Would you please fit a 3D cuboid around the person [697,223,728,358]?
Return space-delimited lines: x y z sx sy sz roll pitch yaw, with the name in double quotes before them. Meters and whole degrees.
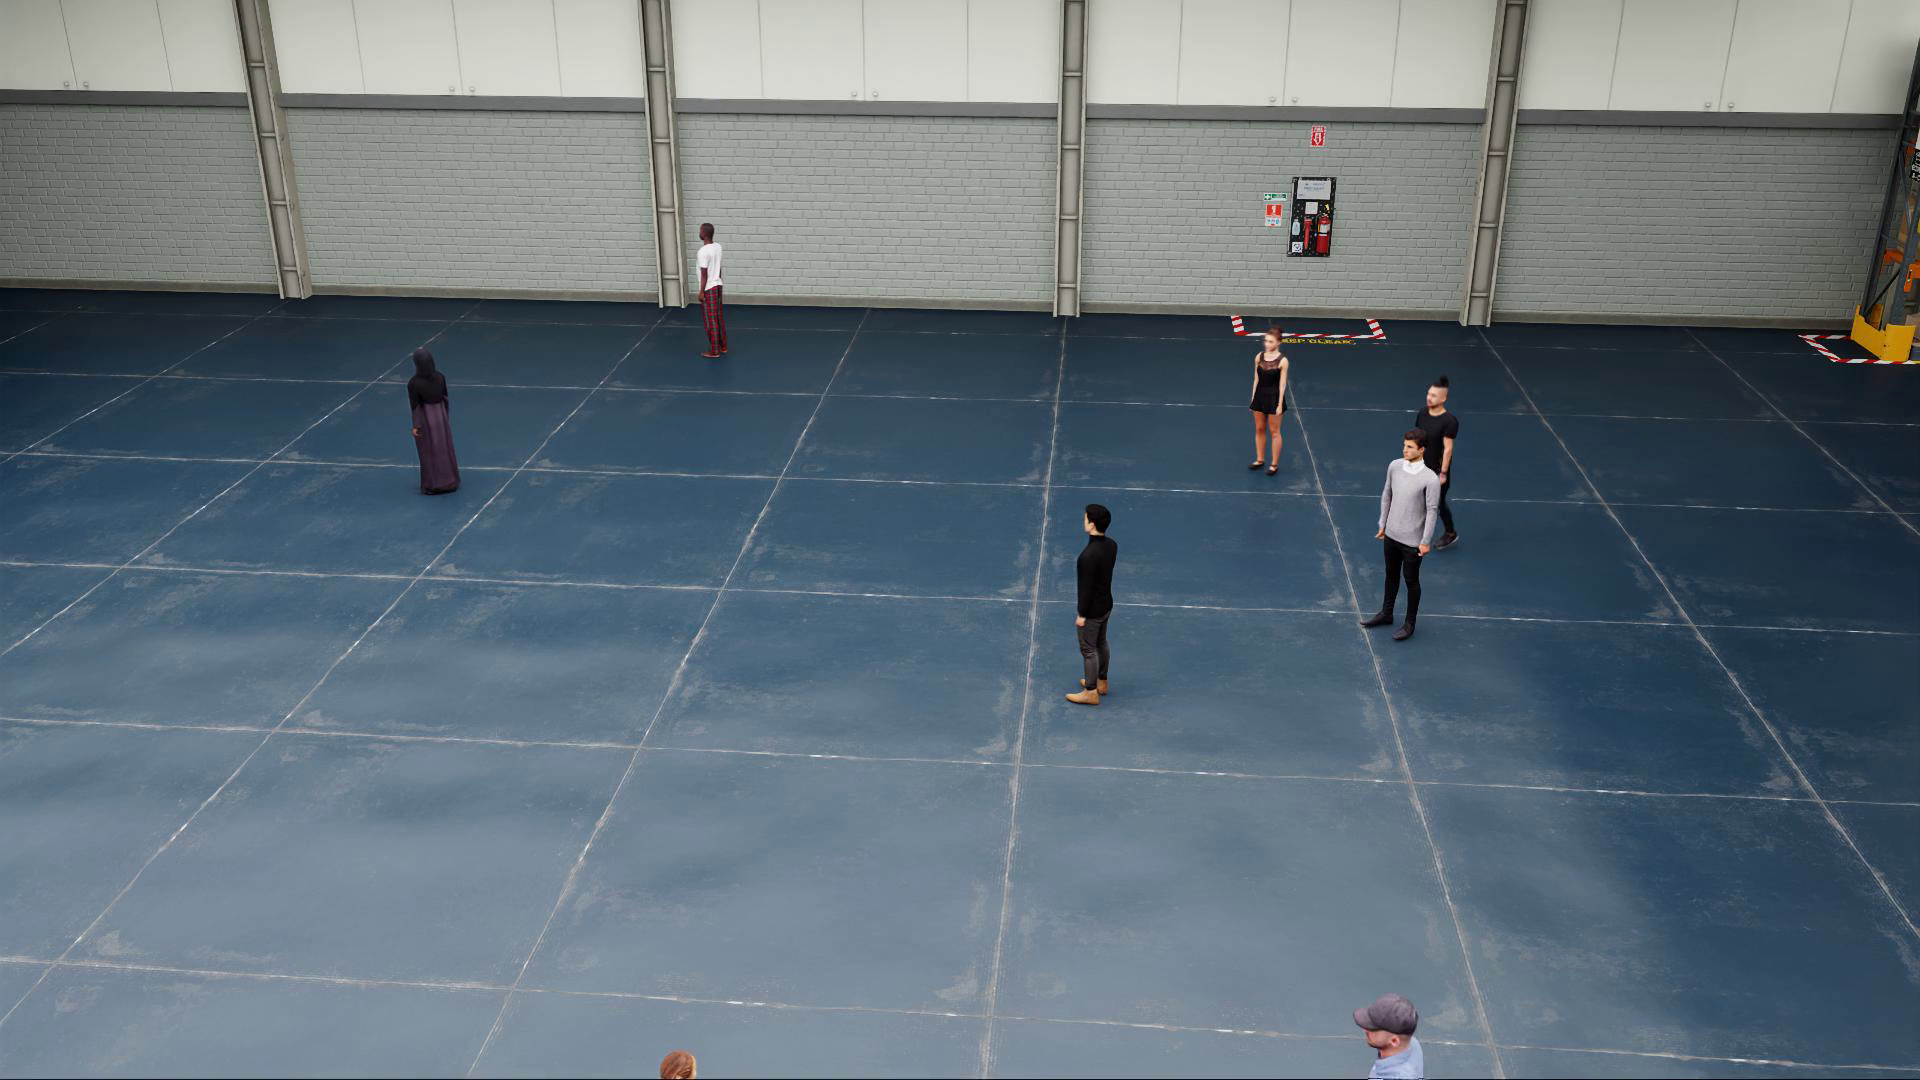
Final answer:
"person" -3.383 -3.415 22.679 0.650 1.835 0.722 10 25 22

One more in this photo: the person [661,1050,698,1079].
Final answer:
"person" -1.421 3.047 8.522 0.556 1.021 0.498 -17 28 -35

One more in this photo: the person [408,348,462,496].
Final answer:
"person" -5.715 -1.290 17.964 0.710 1.614 0.763 -21 30 -40

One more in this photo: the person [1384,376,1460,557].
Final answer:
"person" 4.693 -0.709 16.326 1.262 1.825 1.107 -12 26 -27

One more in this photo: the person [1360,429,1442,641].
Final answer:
"person" 3.954 -0.069 14.700 0.857 1.922 0.832 -14 27 -30

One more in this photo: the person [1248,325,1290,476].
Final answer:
"person" 3.453 -1.571 18.540 0.664 1.679 0.739 20 30 39

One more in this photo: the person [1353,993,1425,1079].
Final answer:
"person" 2.101 2.940 7.723 1.219 1.844 0.878 9 25 20

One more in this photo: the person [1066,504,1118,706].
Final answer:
"person" 1.094 0.515 13.581 0.690 1.723 0.724 13 26 27
